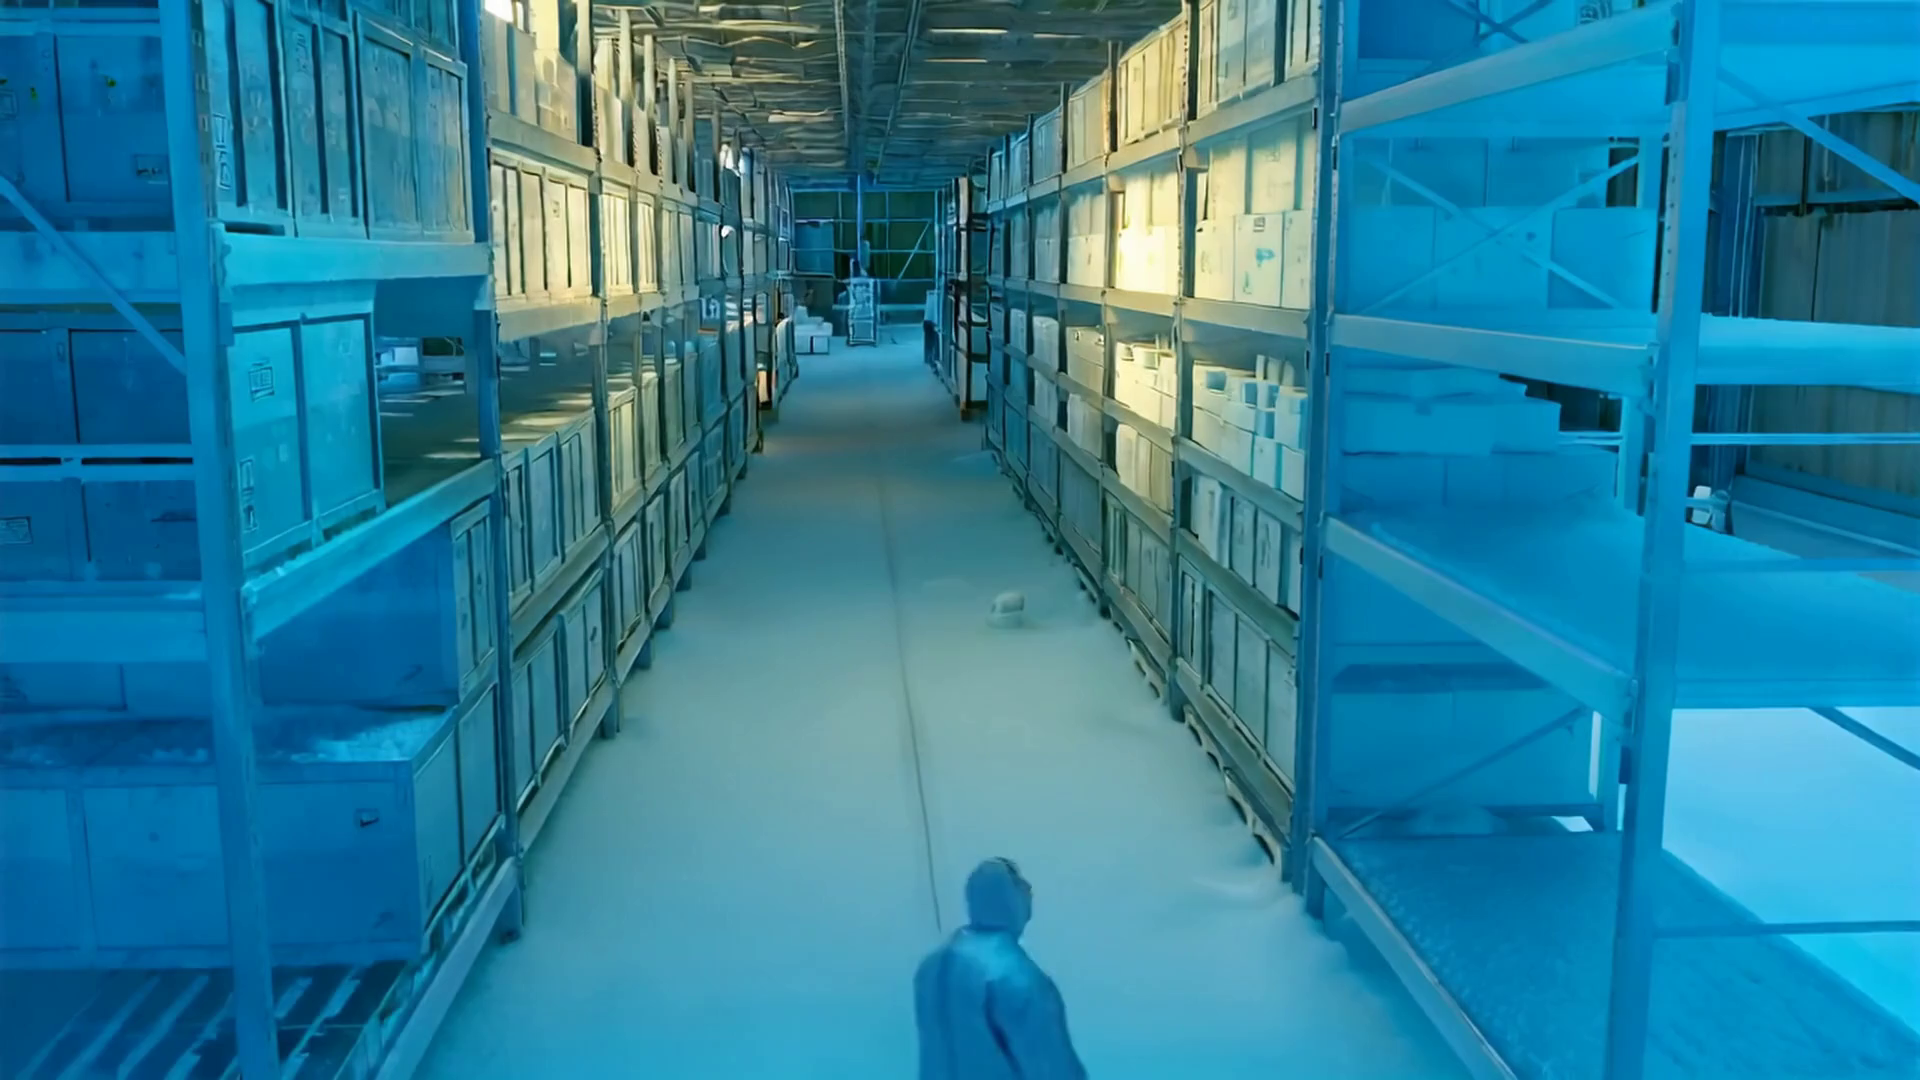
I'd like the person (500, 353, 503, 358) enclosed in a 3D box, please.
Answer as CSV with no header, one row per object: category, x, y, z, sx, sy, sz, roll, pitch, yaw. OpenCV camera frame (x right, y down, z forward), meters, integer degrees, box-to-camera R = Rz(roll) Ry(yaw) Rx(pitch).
person,-10.541,-3.492,38.518,0.738,1.816,0.641,-6,11,-34

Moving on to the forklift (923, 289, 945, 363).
forklift,-0.836,-8.192,63.401,1.129,2.768,1.873,-1,10,-3

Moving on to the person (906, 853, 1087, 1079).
person,0.172,1.985,5.604,0.707,1.874,0.674,-7,12,-36

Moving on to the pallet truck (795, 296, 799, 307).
pallet truck,-8.622,-12.439,91.403,1.885,1.965,0.823,2,10,13
